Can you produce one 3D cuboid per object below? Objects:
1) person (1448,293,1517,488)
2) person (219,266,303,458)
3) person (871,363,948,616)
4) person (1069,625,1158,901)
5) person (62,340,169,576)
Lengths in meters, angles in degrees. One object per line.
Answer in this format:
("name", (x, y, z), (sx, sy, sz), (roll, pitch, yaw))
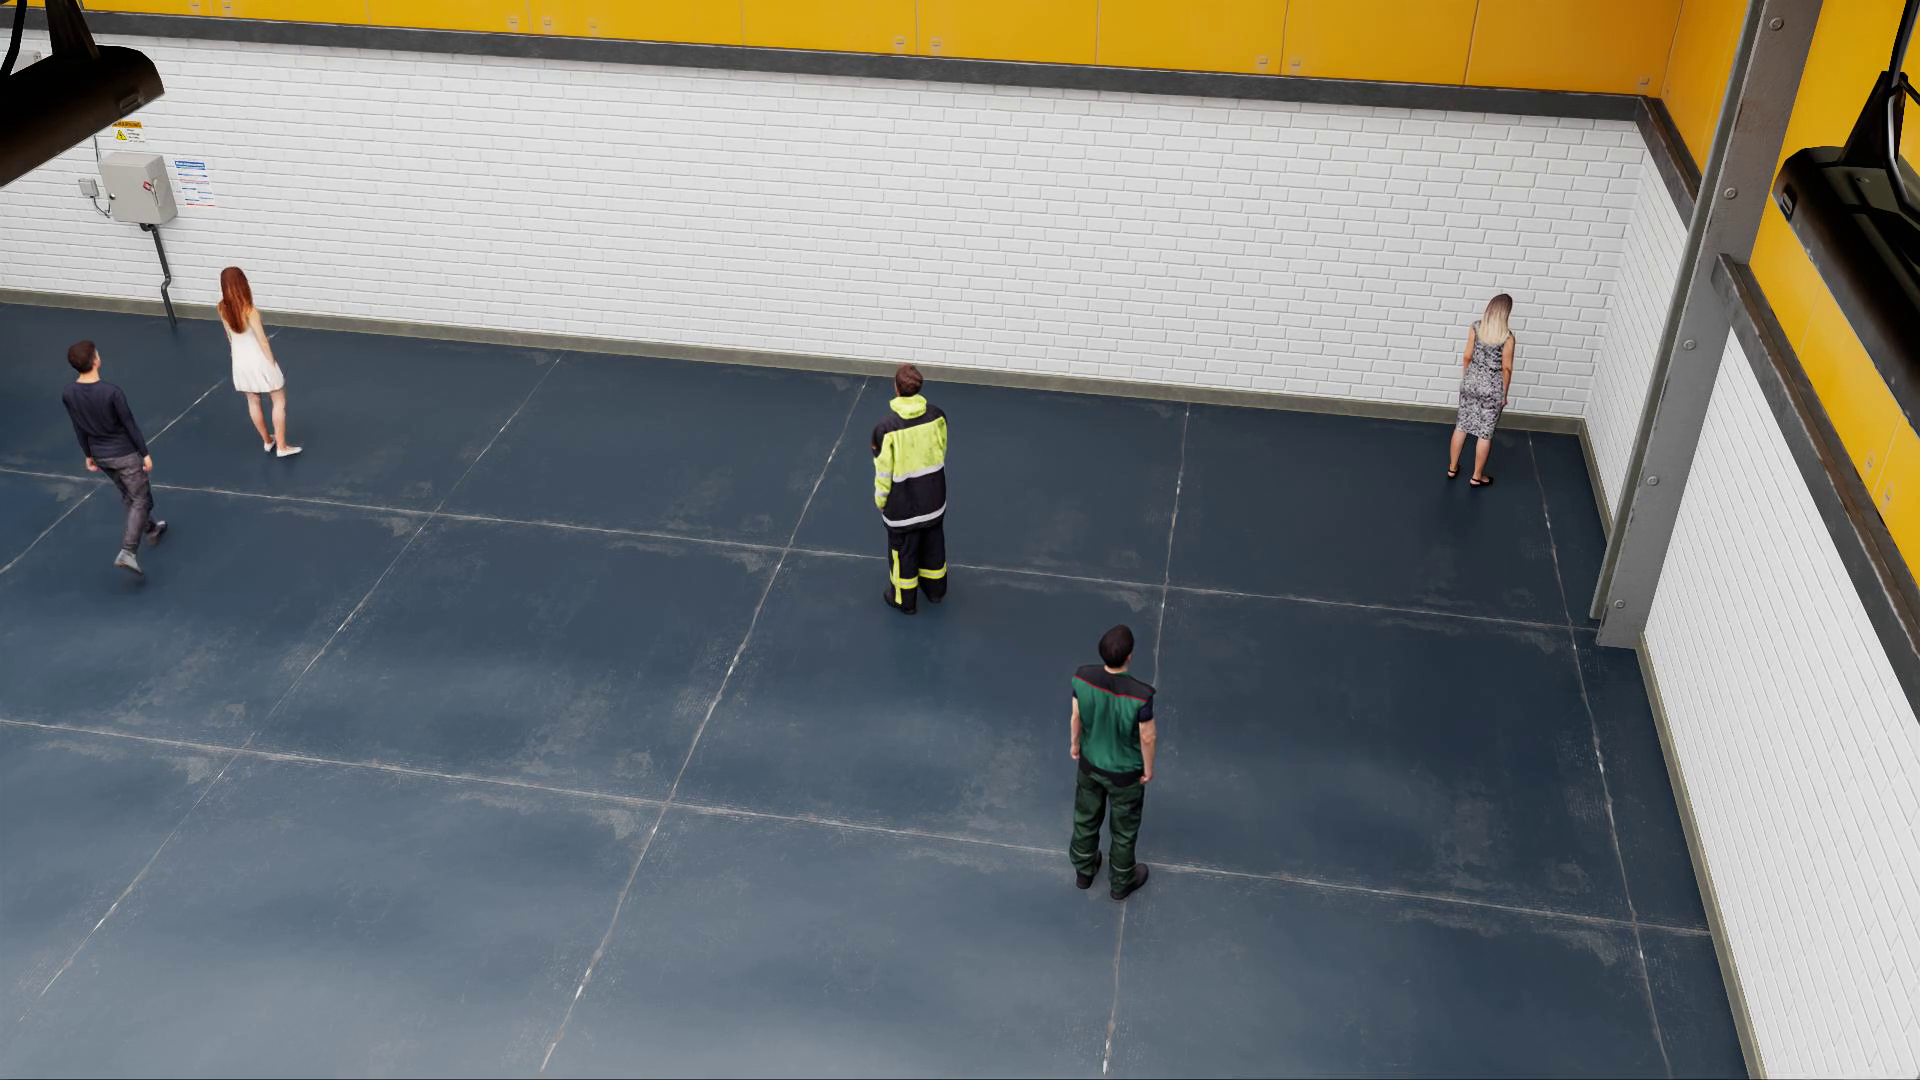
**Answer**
("person", (4.279, -1.231, 13.633), (0.669, 1.704, 0.646), (-29, 43, -36))
("person", (-5.957, -1.486, 14.010), (0.730, 1.710, 0.689), (4, 34, 6))
("person", (-0.356, -0.371, 12.089), (0.861, 1.981, 0.911), (-20, 39, -28))
("person", (0.878, 1.292, 9.660), (0.754, 1.900, 0.713), (18, 38, 25))
("person", (-6.391, -0.594, 12.549), (0.714, 1.843, 1.161), (3, 34, 4))
